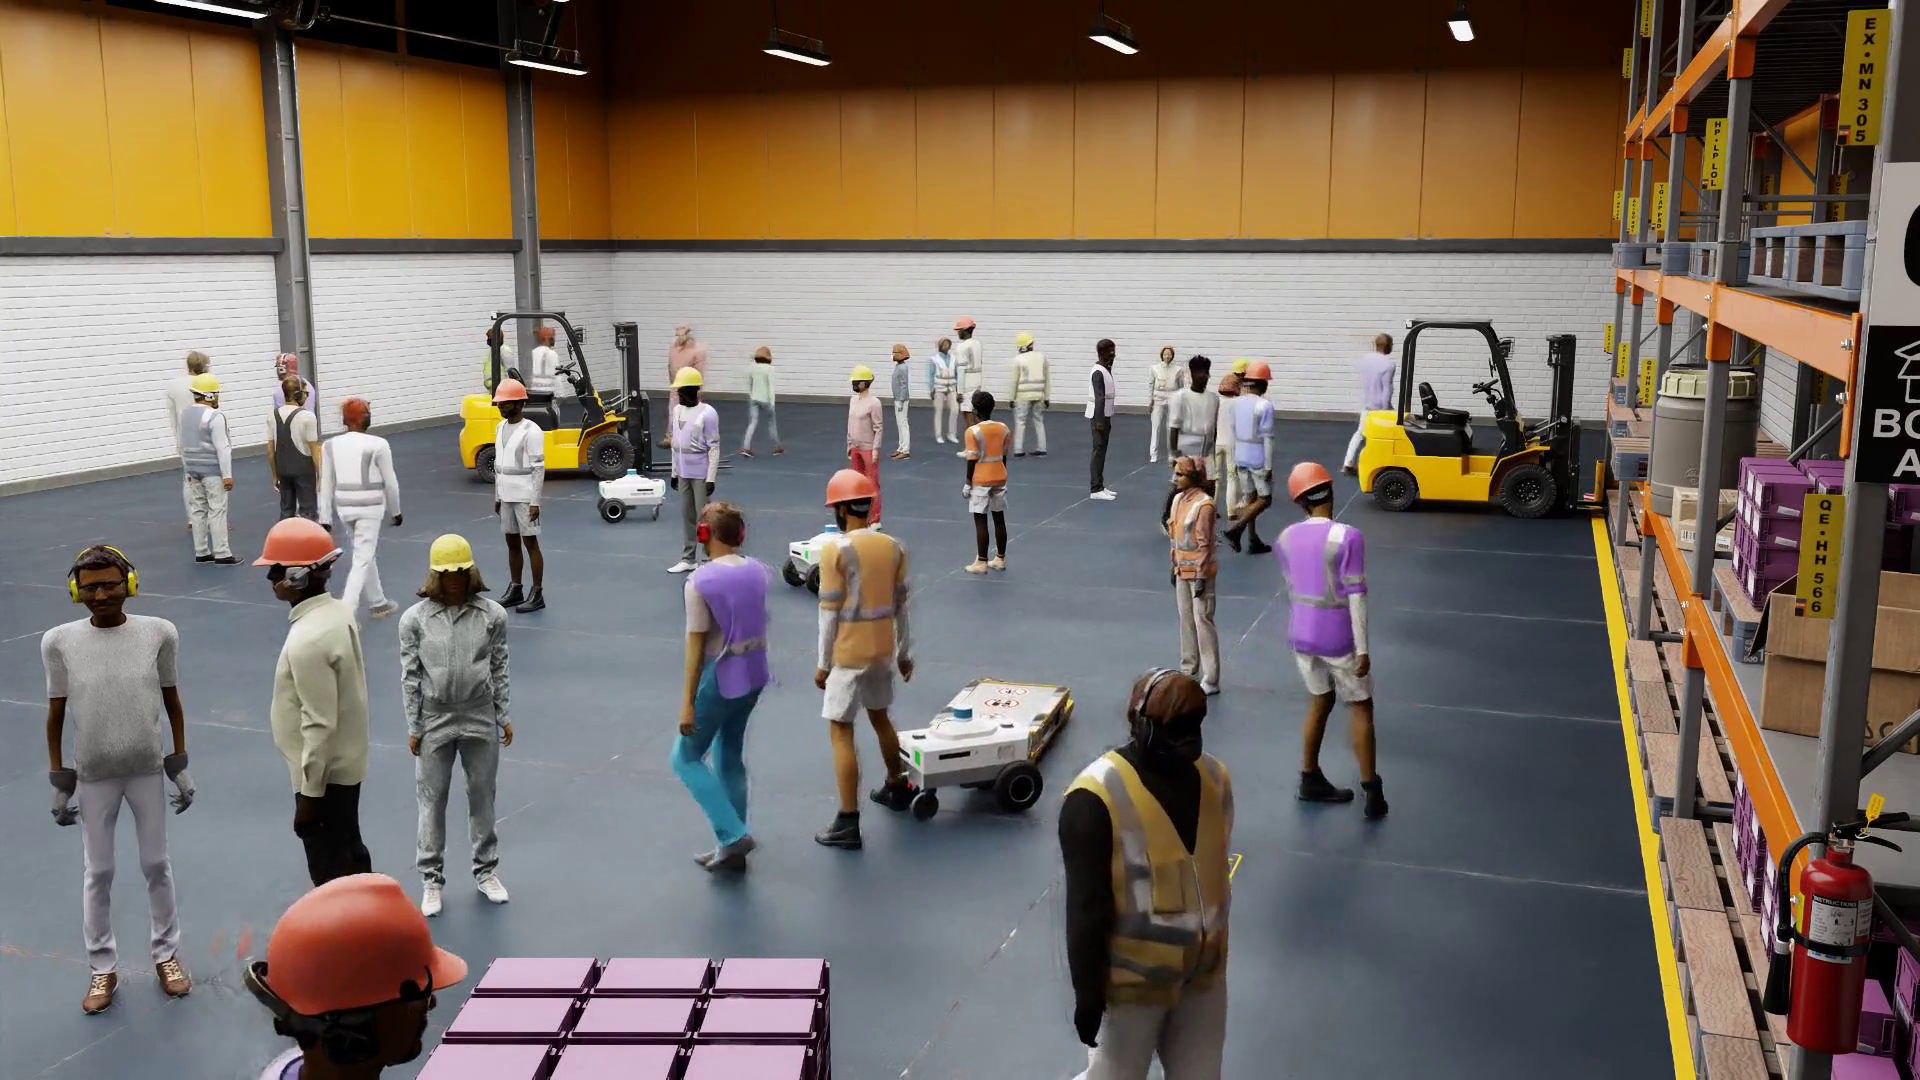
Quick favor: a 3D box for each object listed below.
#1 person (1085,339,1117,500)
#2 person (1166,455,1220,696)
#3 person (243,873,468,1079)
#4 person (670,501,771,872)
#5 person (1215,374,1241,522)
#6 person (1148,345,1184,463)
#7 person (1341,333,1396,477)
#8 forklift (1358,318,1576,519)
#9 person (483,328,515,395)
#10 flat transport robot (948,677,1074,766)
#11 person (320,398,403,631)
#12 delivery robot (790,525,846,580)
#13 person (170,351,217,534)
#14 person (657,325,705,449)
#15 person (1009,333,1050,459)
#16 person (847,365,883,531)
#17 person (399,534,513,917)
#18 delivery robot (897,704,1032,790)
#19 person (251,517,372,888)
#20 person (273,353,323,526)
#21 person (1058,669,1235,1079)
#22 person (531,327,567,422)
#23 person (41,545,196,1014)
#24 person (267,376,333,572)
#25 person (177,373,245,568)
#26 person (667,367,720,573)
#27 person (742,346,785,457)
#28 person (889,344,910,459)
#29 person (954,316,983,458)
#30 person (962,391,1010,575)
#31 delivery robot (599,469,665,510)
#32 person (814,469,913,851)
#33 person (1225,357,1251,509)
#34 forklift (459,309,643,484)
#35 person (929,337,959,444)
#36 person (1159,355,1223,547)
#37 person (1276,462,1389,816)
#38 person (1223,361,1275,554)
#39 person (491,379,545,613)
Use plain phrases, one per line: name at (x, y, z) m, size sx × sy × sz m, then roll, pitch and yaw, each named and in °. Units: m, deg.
person at (1.697, -1.450, 19.931) m, size 0.391 × 1.919 × 0.593 m, roll 2°, pitch 10°, yaw 10°
person at (1.573, 0.236, 11.263) m, size 0.321 × 1.630 × 0.514 m, roll -4°, pitch 11°, yaw -20°
person at (-0.967, 1.539, 2.894) m, size 1.031 × 1.984 × 0.633 m, roll -4°, pitch 11°, yaw -23°
person at (-1.143, 0.727, 7.967) m, size 0.451 × 1.816 × 0.623 m, roll 5°, pitch 11°, yaw 28°
person at (2.939, -1.014, 18.306) m, size 0.493 × 1.624 × 0.280 m, roll 6°, pitch 12°, yaw 29°
person at (2.874, -1.894, 23.213) m, size 0.514 × 1.642 × 0.310 m, roll 0°, pitch 10°, yaw -2°
person at (5.458, -1.763, 21.776) m, size 1.014 × 1.897 × 0.630 m, roll -6°, pitch 12°, yaw -29°
forklift at (5.787, -1.437, 19.079) m, size 2.313 × 2.155 × 1.214 m, roll 3°, pitch 11°, yaw 19°
person at (-6.686, -2.157, 24.138) m, size 0.430 × 1.841 × 0.624 m, roll -8°, pitch 13°, yaw -39°
flat transport robot at (0.246, 1.110, 10.153) m, size 0.652 × 0.197 × 1.431 m, roll 3°, pitch 10°, yaw 14°
person at (-4.767, -0.210, 13.199) m, size 0.556 × 1.837 × 0.960 m, roll 3°, pitch 10°, yaw 15°
delivery robot at (-1.137, 0.109, 14.724) m, size 0.707 × 0.478 × 0.477 m, roll -7°, pitch 12°, yaw -33°
person at (-8.049, -1.017, 17.514) m, size 0.687 × 1.925 × 0.448 m, roll 6°, pitch 11°, yaw 29°
person at (-4.113, -2.252, 24.618) m, size 0.668 × 1.855 × 0.925 m, roll 4°, pitch 11°, yaw 22°
person at (0.986, -2.038, 23.614) m, size 0.620 × 1.802 × 0.445 m, roll -6°, pitch 12°, yaw -31°
person at (-1.027, -0.967, 17.640) m, size 0.318 × 1.769 × 0.522 m, roll -9°, pitch 13°, yaw -40°
person at (-2.281, 0.830, 7.582) m, size 0.486 × 1.744 × 0.310 m, roll -5°, pitch 11°, yaw -26°
delivery robot at (0.016, 1.131, 8.972) m, size 0.707 × 0.478 × 0.477 m, roll -4°, pitch 11°, yaw -23°
person at (-2.503, 0.896, 6.502) m, size 0.394 × 1.992 × 0.622 m, roll -2°, pitch 10°, yaw -10°
person at (-7.072, -1.037, 17.703) m, size 0.412 × 1.894 × 0.659 m, roll 1°, pitch 10°, yaw 3°
person at (0.541, 1.256, 4.976) m, size 0.632 × 1.823 × 0.779 m, roll -6°, pitch 12°, yaw -31°
person at (-5.838, -2.105, 23.751) m, size 0.545 × 1.865 × 0.612 m, roll -8°, pitch 13°, yaw -39°
person at (-3.345, 0.938, 6.632) m, size 0.531 × 1.866 × 0.322 m, roll -6°, pitch 11°, yaw -29°
person at (-6.076, -0.581, 15.261) m, size 0.517 × 1.836 × 0.338 m, roll 2°, pitch 10°, yaw 13°
person at (-7.081, -0.658, 15.708) m, size 0.597 × 1.831 × 0.403 m, roll 5°, pitch 11°, yaw 28°
person at (-2.448, -0.622, 15.241) m, size 0.585 × 1.929 × 0.375 m, roll 9°, pitch 13°, yaw 40°
person at (-2.852, -1.982, 23.858) m, size 0.531 × 1.588 × 0.844 m, roll 6°, pitch 12°, yaw 31°
person at (-0.854, -1.965, 23.635) m, size 0.286 × 1.633 × 0.499 m, roll -2°, pitch 10°, yaw -12°
person at (0.102, -2.189, 23.798) m, size 0.415 × 2.033 × 0.621 m, roll 5°, pitch 11°, yaw 24°
person at (0.241, -0.527, 15.369) m, size 0.530 × 1.692 × 0.321 m, roll -9°, pitch 14°, yaw -42°
delivery robot at (-3.622, -0.543, 18.396) m, size 0.707 × 0.478 × 0.477 m, roll -3°, pitch 11°, yaw -17°
person at (-0.492, 0.583, 8.626) m, size 0.551 × 1.883 × 0.769 m, roll 9°, pitch 13°, yaw 40°
person at (3.271, -1.230, 19.149) m, size 0.447 × 1.745 × 0.550 m, roll -4°, pitch 11°, yaw -22°
forklift at (-5.354, -1.902, 21.697) m, size 2.313 × 2.155 × 1.214 m, roll -2°, pitch 10°, yaw -13°
person at (-0.216, -2.269, 25.360) m, size 0.540 × 1.625 × 0.587 m, roll -5°, pitch 11°, yaw -25°
person at (2.366, -0.933, 16.975) m, size 0.610 × 1.932 × 0.943 m, roll -5°, pitch 11°, yaw -24°
person at (2.019, 0.542, 8.863) m, size 0.422 × 1.879 × 0.700 m, roll -6°, pitch 12°, yaw -32°
person at (2.820, -0.781, 16.160) m, size 0.625 × 1.917 × 0.552 m, roll -7°, pitch 12°, yaw -34°
person at (-3.672, -0.366, 13.768) m, size 0.542 × 1.939 × 0.359 m, roll 7°, pitch 12°, yaw 35°
